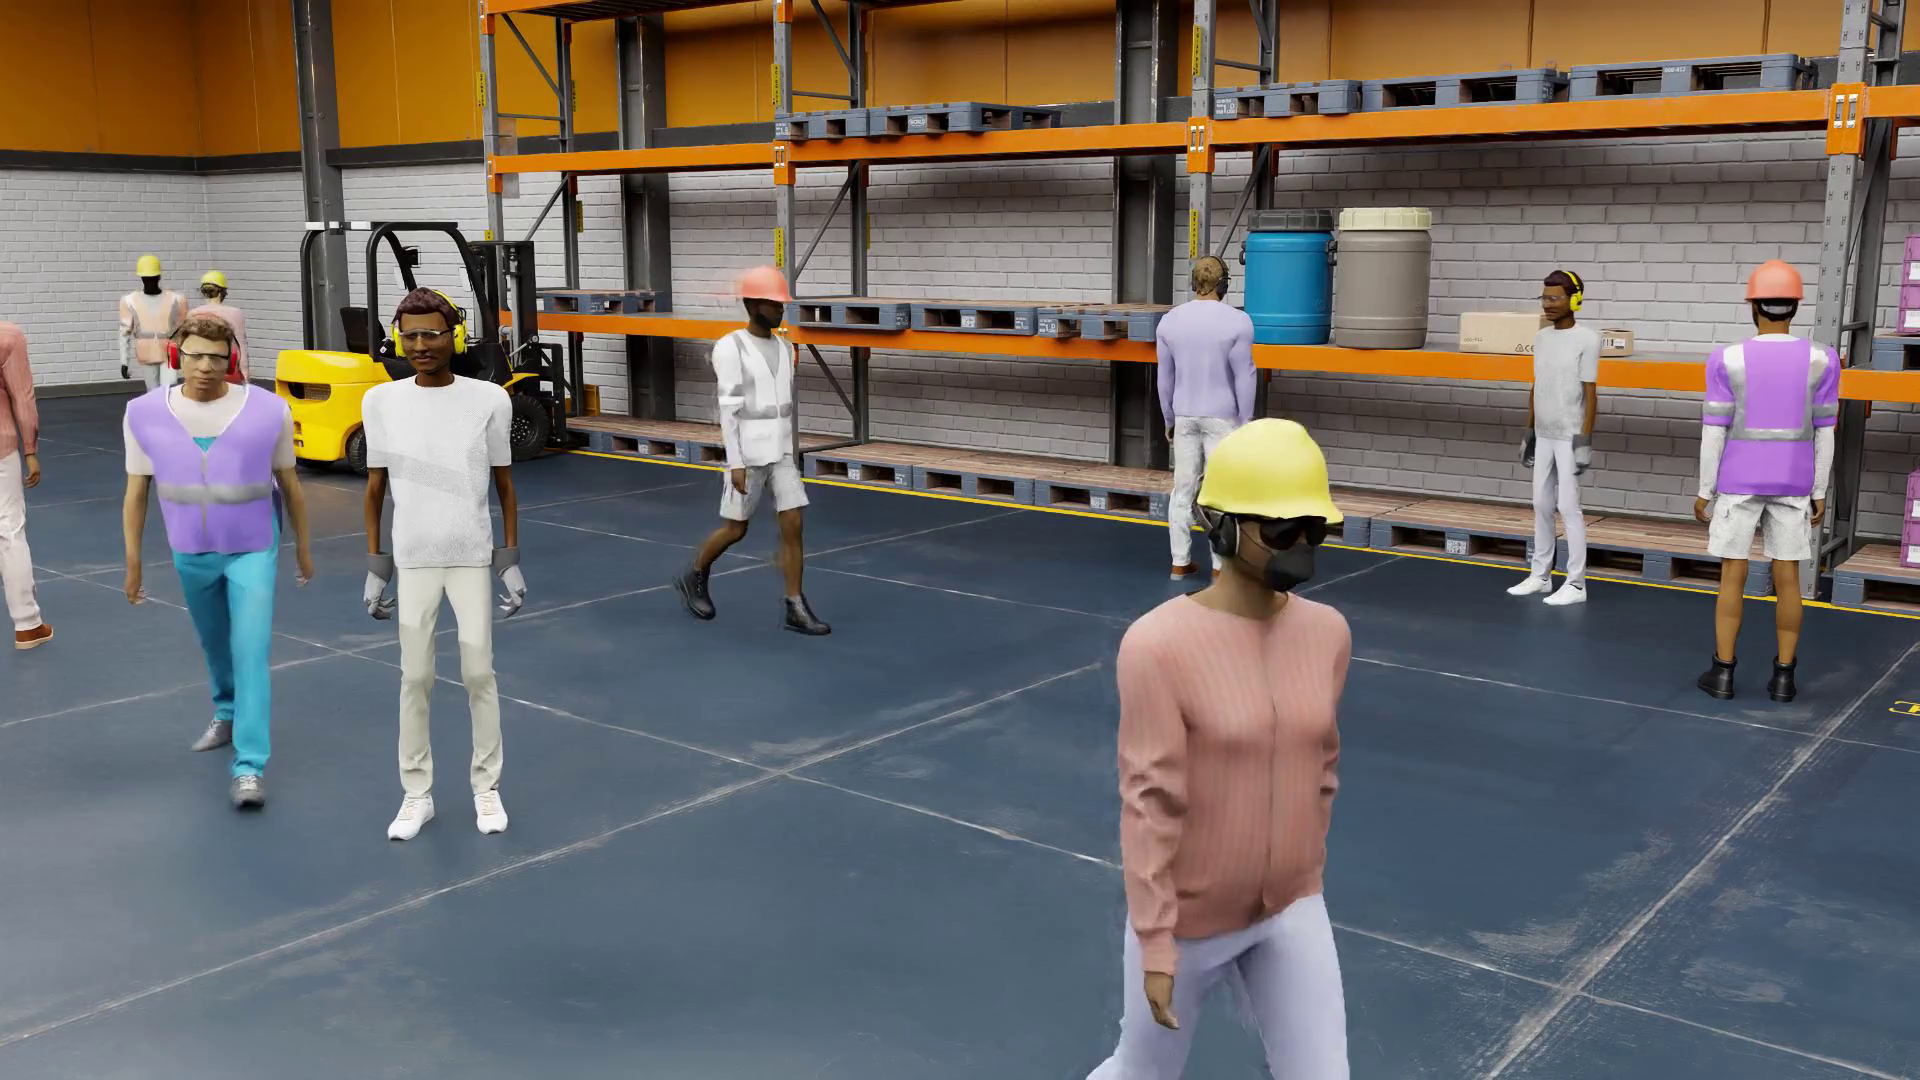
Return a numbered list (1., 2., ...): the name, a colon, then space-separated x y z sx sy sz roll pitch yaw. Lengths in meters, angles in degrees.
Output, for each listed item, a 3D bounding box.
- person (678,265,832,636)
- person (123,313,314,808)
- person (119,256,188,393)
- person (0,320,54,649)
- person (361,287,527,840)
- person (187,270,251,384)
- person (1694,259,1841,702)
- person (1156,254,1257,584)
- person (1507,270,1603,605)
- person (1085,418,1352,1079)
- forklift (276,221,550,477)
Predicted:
1. person: -1.095 -0.469 8.635 0.896 1.907 0.547 9 13 40
2. person: -2.772 0.037 6.210 0.624 1.773 1.045 -2 10 -11
3. person: -7.607 -1.740 15.740 0.612 1.869 1.009 -3 11 -18
4. person: -4.849 -0.433 8.167 0.613 1.991 0.392 -3 11 -16
5. person: -1.747 0.085 5.634 0.530 1.869 0.311 -2 10 -11
6. person: -6.574 -1.518 14.823 0.546 1.749 0.372 0 10 2
7. person: 3.518 -0.251 7.302 0.543 1.939 0.363 3 11 15
8. person: 1.456 -0.705 9.822 0.630 1.940 0.372 7 12 34
9. person: 3.340 -0.568 9.297 0.320 1.860 0.505 -4 11 -21
10. person: 0.455 0.627 3.016 0.522 1.728 0.859 -5 11 -26
11. forklift: -4.922 -1.741 14.854 1.214 2.155 2.313 8 13 38
